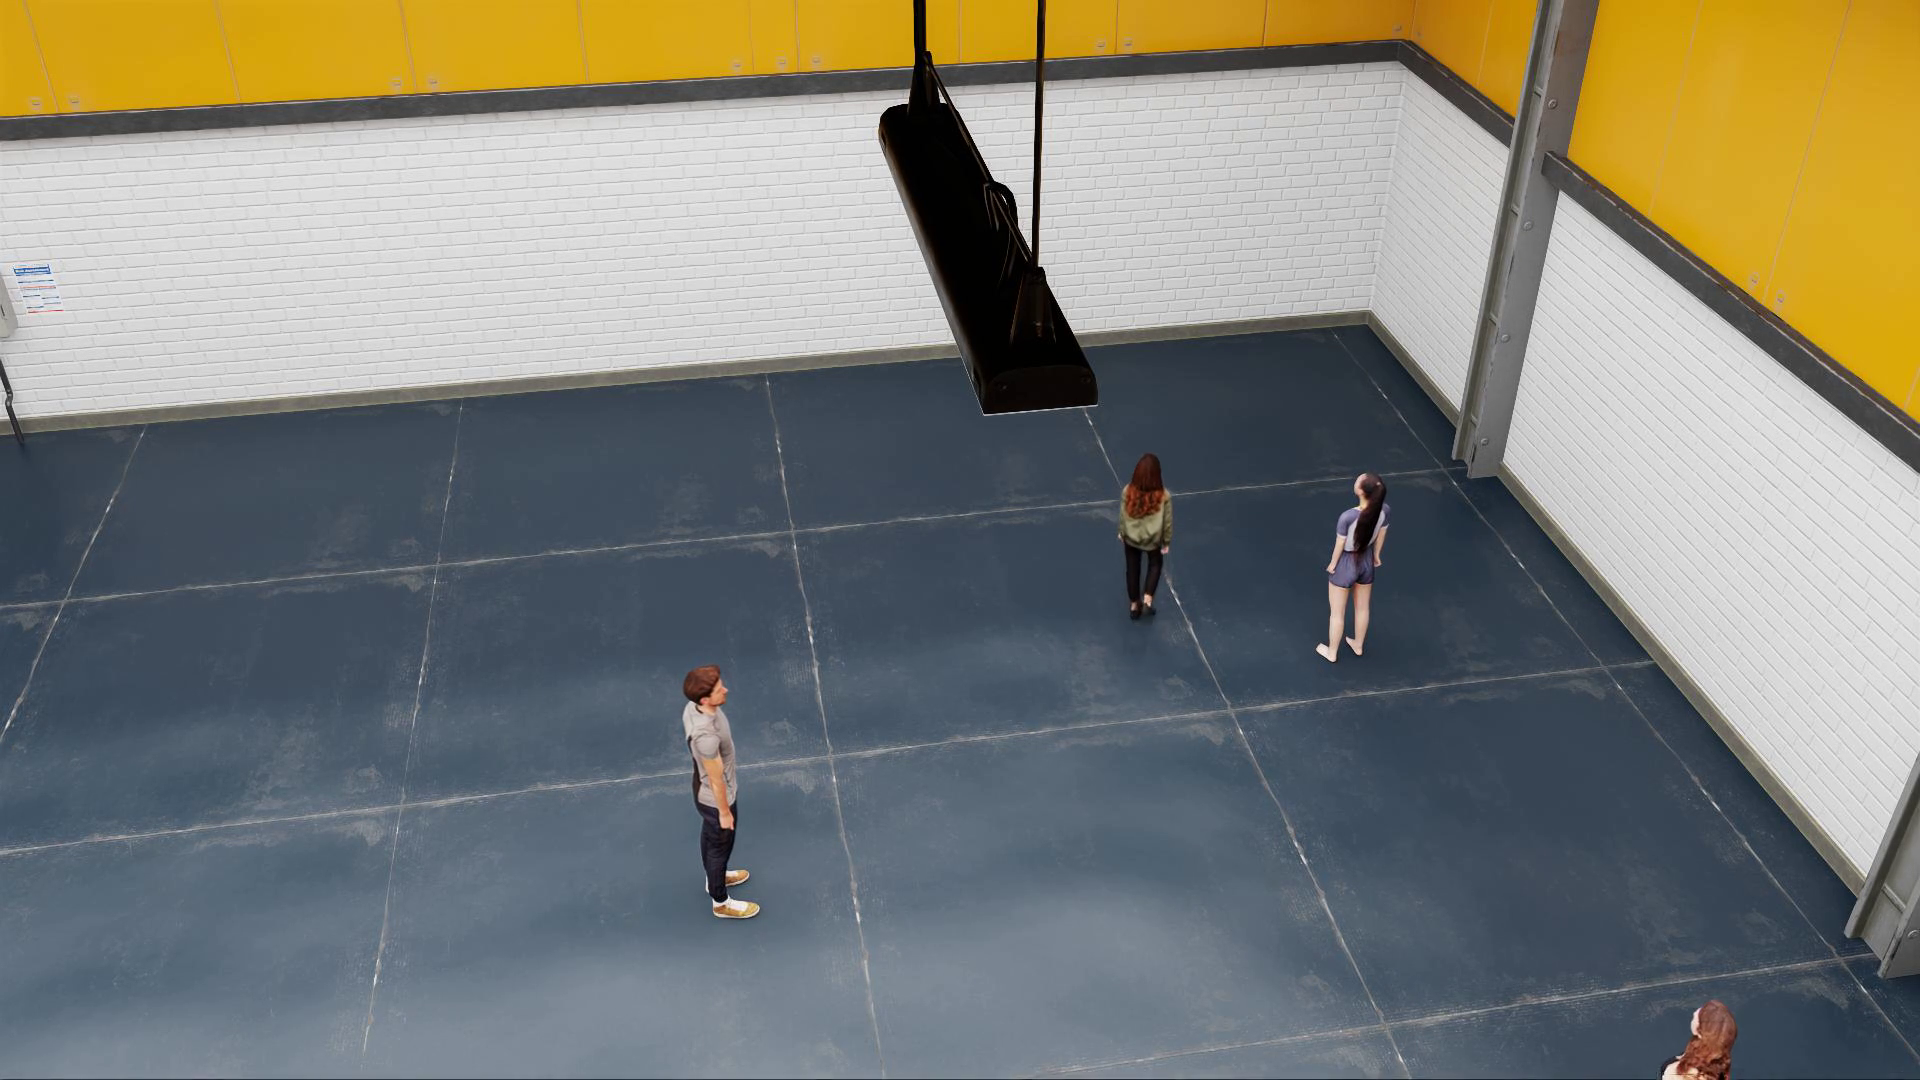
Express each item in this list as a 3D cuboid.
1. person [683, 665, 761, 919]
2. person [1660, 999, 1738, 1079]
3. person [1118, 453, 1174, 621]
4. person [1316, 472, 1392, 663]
[{"bbox_3d":[-1.515,1.541,10.301,0.734,1.895,0.514,-9,35,-13],"label":"person"},{"bbox_3d":[3.598,3.003,8.253,0.838,1.726,1.101,-18,38,-25],"label":"person"},{"bbox_3d":[1.418,0.022,12.970,0.685,1.469,0.700,8,34,12],"label":"person"},{"bbox_3d":[2.980,0.201,12.539,0.636,1.647,0.595,-11,35,-17],"label":"person"}]
